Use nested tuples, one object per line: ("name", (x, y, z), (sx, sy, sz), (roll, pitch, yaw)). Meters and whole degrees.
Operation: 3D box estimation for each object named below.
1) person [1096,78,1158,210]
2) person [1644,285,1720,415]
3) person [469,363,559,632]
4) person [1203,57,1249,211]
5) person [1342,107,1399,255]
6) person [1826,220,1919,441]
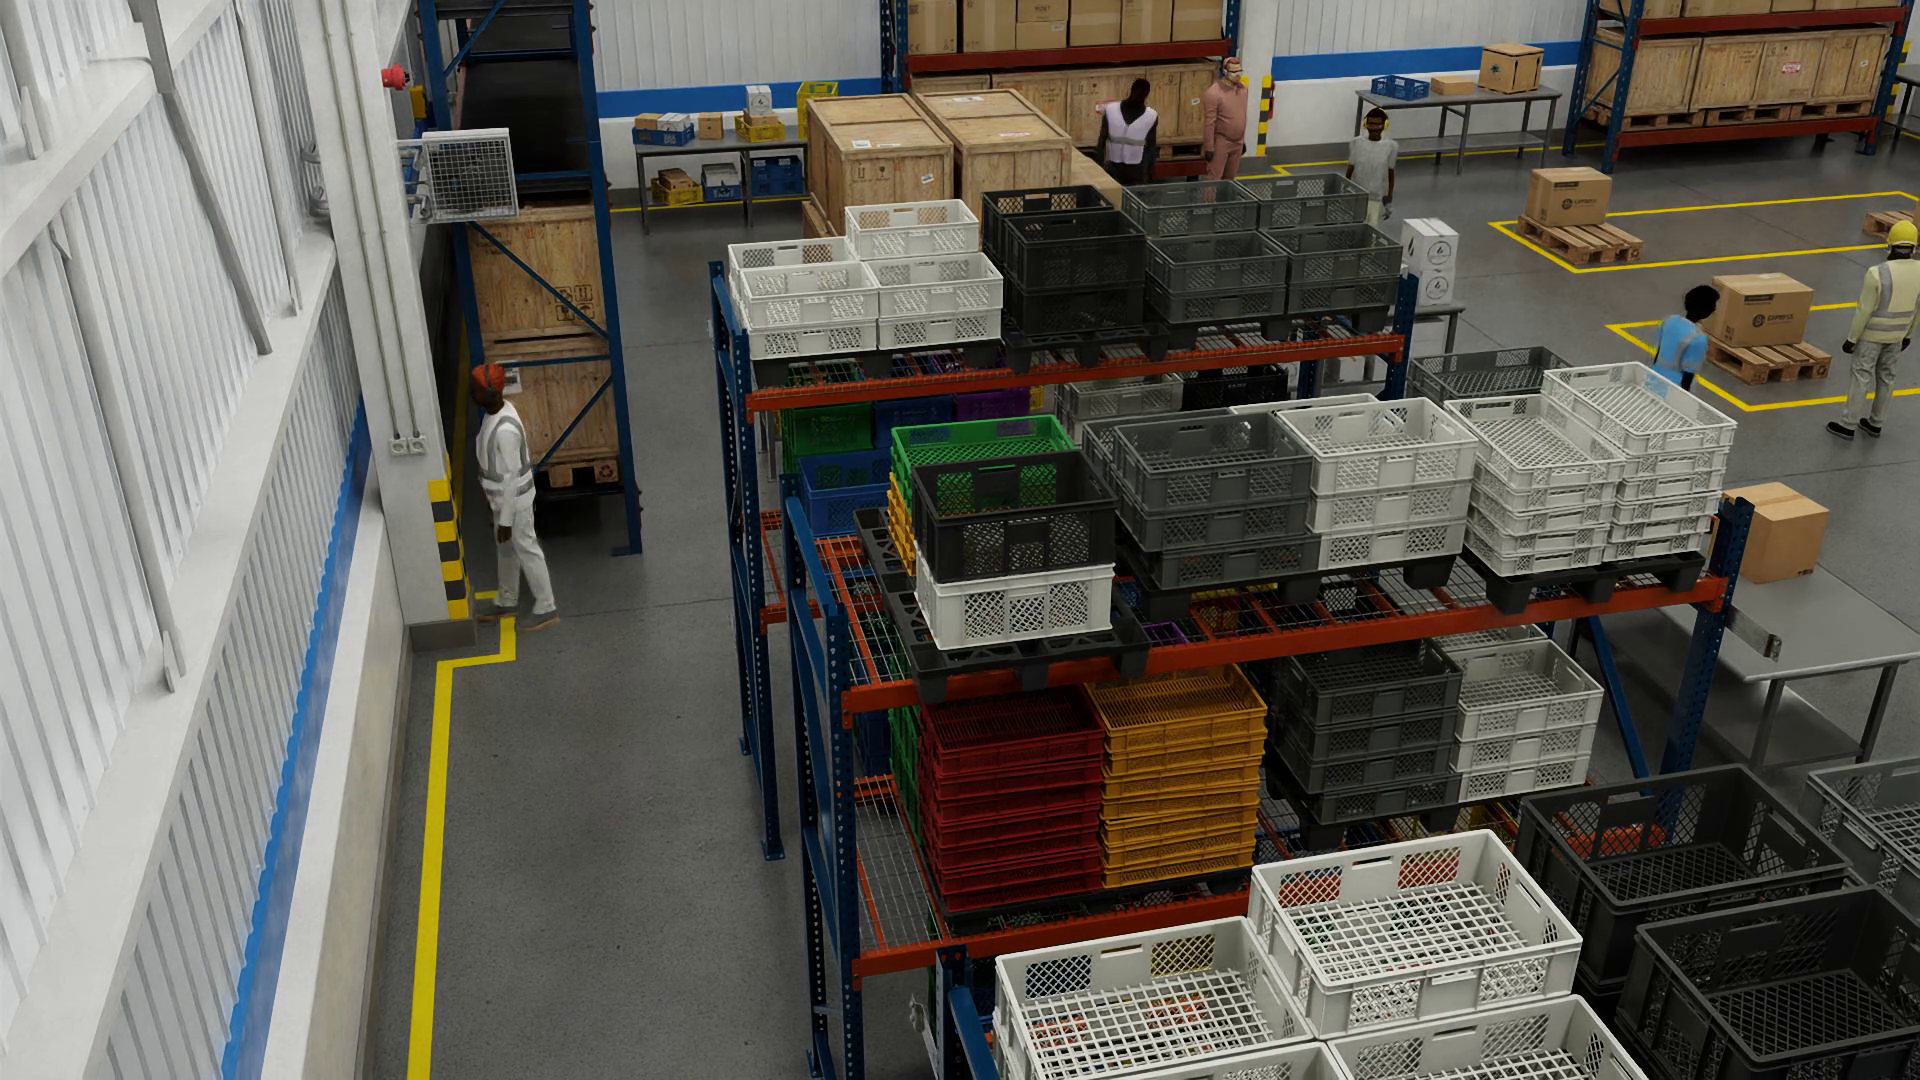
("person", (1.817, -4.056, 18.001), (0.677, 1.885, 0.361), (6, 28, 12))
("person", (5.357, -1.163, 12.742), (0.558, 1.666, 0.556), (-4, 28, -7))
("person", (-2.973, -0.261, 10.814), (0.424, 1.883, 0.577), (-12, 30, -22))
("person", (3.015, -4.481, 18.777), (0.653, 1.906, 0.408), (-22, 35, -35))
("person", (4.133, -3.453, 16.864), (0.521, 1.873, 0.334), (9, 29, 16))
("person", (7.516, -1.705, 13.591), (0.599, 1.827, 0.403), (-5, 28, -9))
